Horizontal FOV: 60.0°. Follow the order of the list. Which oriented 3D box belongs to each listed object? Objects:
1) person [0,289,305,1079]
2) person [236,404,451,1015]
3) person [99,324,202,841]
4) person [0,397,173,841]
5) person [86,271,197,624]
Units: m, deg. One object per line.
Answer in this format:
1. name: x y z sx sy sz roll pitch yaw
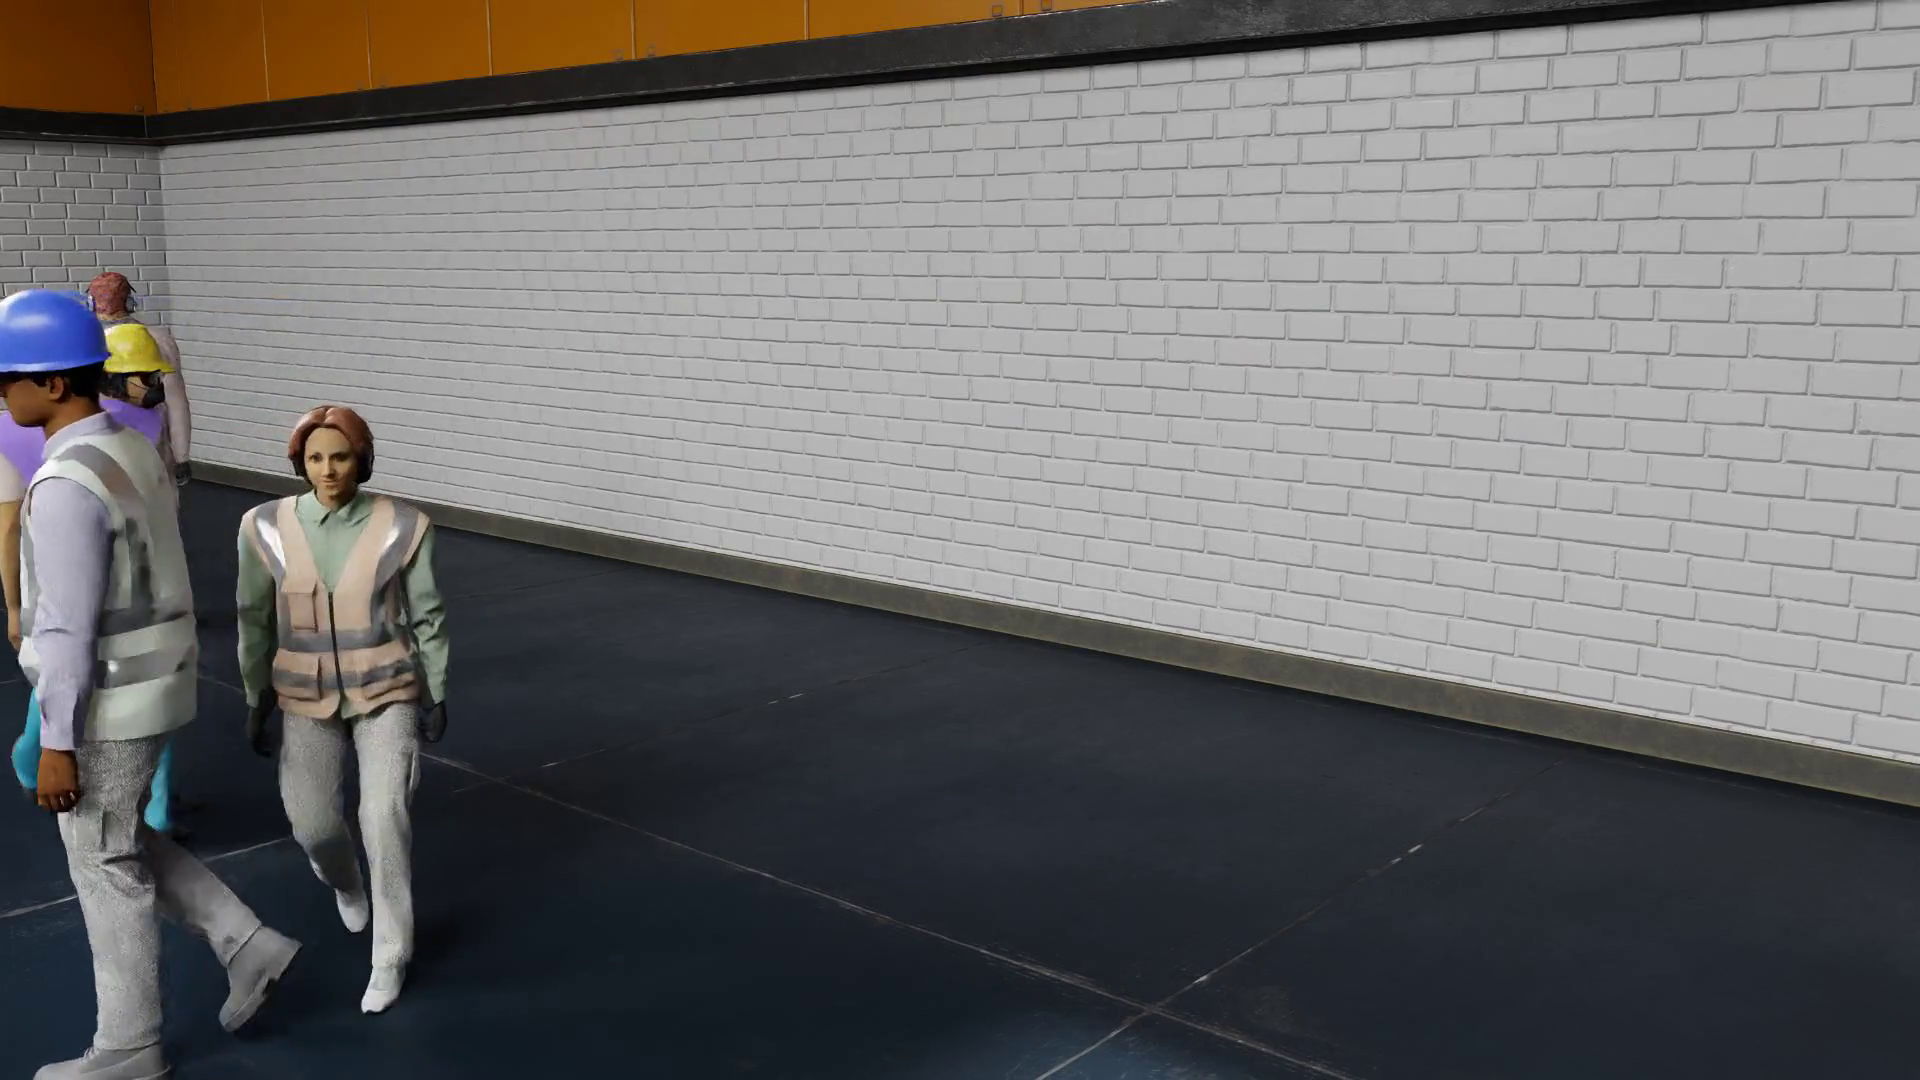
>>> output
1. person: -1.980 0.382 3.939 0.550 1.929 0.630 -3 10 -15
2. person: -1.652 0.422 4.537 0.536 1.620 0.548 -2 10 -10
3. person: -2.822 0.146 5.734 0.331 1.768 0.527 -3 10 -15
4. person: -3.020 0.134 5.732 0.577 1.782 1.004 -9 13 -40
5. person: -4.341 -0.437 8.671 0.639 1.902 0.407 -4 11 -19
